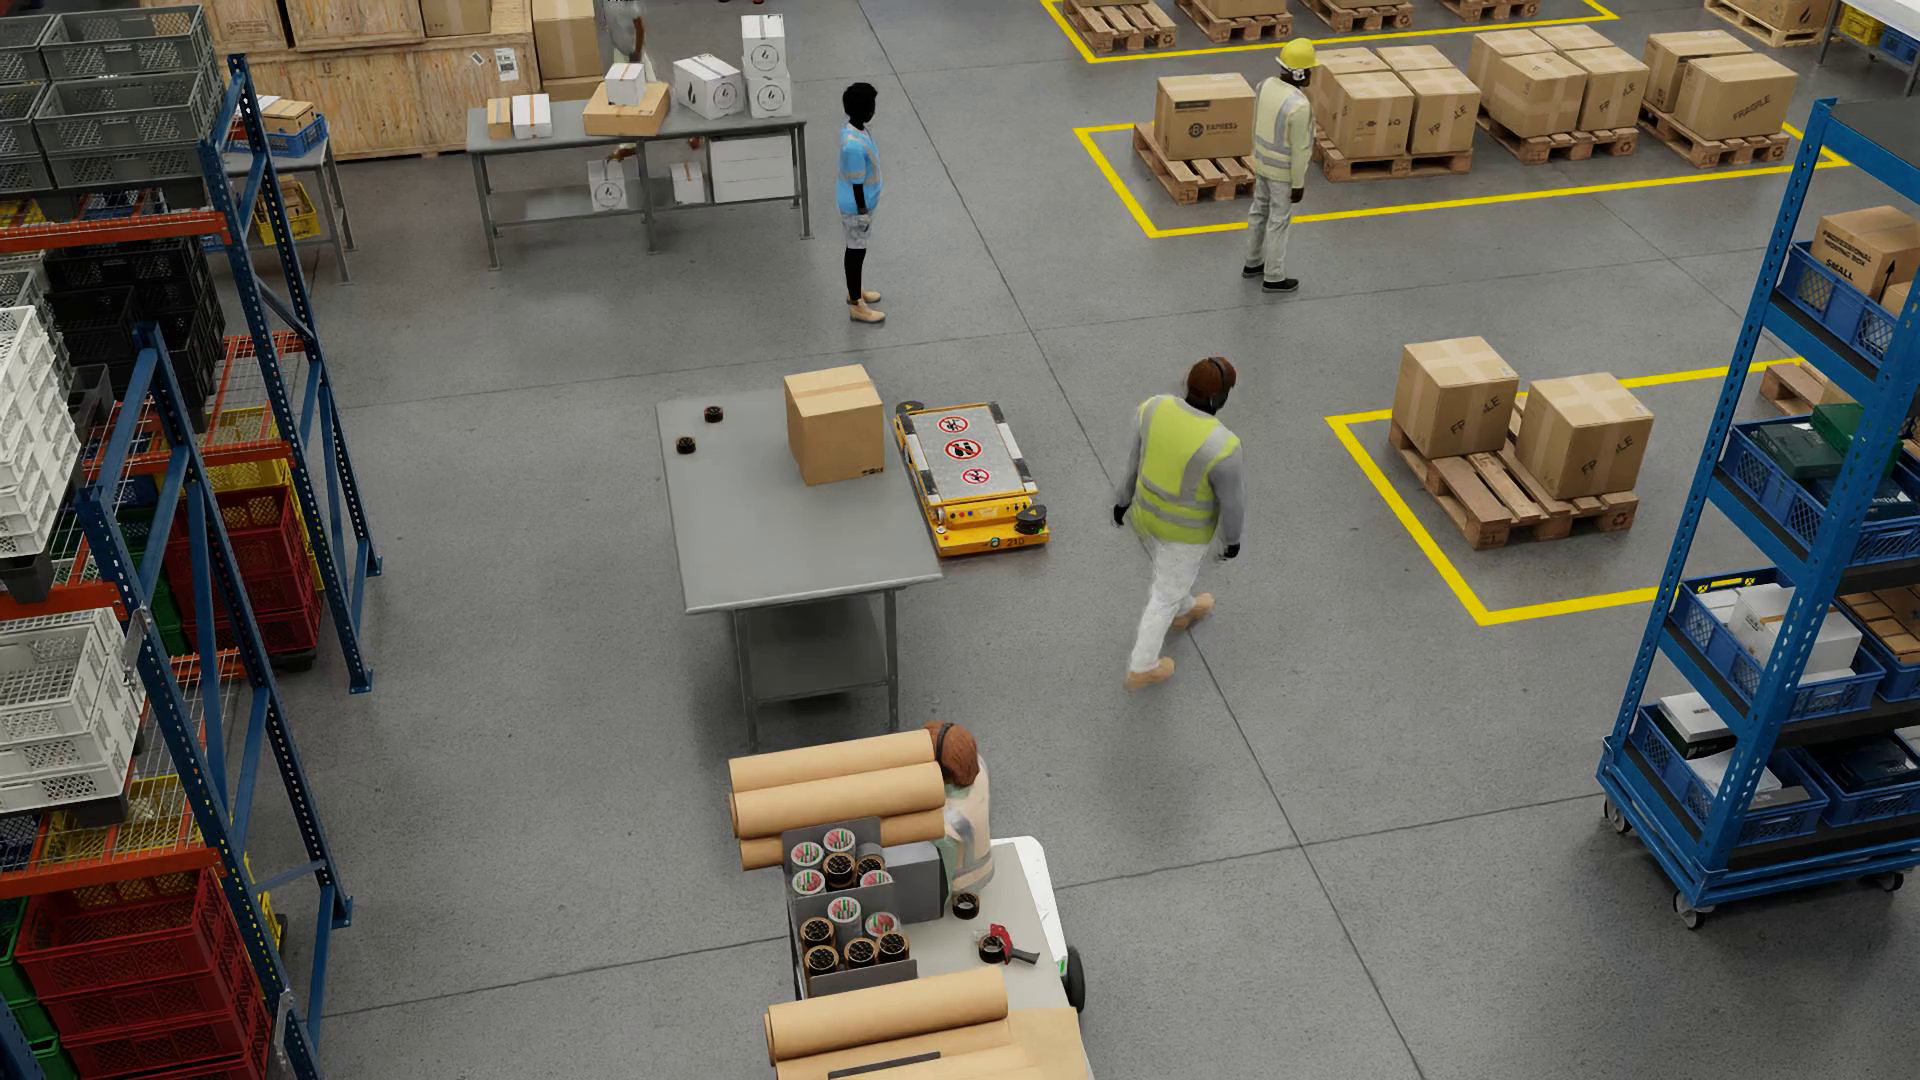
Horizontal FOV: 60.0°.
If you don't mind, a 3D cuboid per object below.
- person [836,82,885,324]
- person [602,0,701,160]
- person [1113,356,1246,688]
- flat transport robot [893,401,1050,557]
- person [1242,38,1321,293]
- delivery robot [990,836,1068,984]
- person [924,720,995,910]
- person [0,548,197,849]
[{"bbox_3d":[-0.692,-2.332,11.481,0.320,1.693,0.531,-3,37,-4],"label":"person"},{"bbox_3d":[-2.623,-4.049,13.681,0.537,1.837,0.778,27,44,31],"label":"person"},{"bbox_3d":[1.161,-0.131,8.449,0.891,1.787,0.670,-26,44,-30],"label":"person"},{"bbox_3d":[0.046,-0.430,10.108,0.652,0.197,1.431,-8,37,-10],"label":"flat transport robot"},{"bbox_3d":[2.285,-2.656,11.800,0.403,1.832,0.594,-13,39,-17],"label":"person"},{"bbox_3d":[0.235,1.591,7.081,0.477,0.478,0.707,-5,37,-6],"label":"delivery robot"},{"bbox_3d":[-0.016,1.361,6.571,0.317,1.630,0.526,9,38,11],"label":"person"},{"bbox_3d":[-3.863,0.682,7.227,0.631,1.940,0.372,7,37,9],"label":"person"}]
